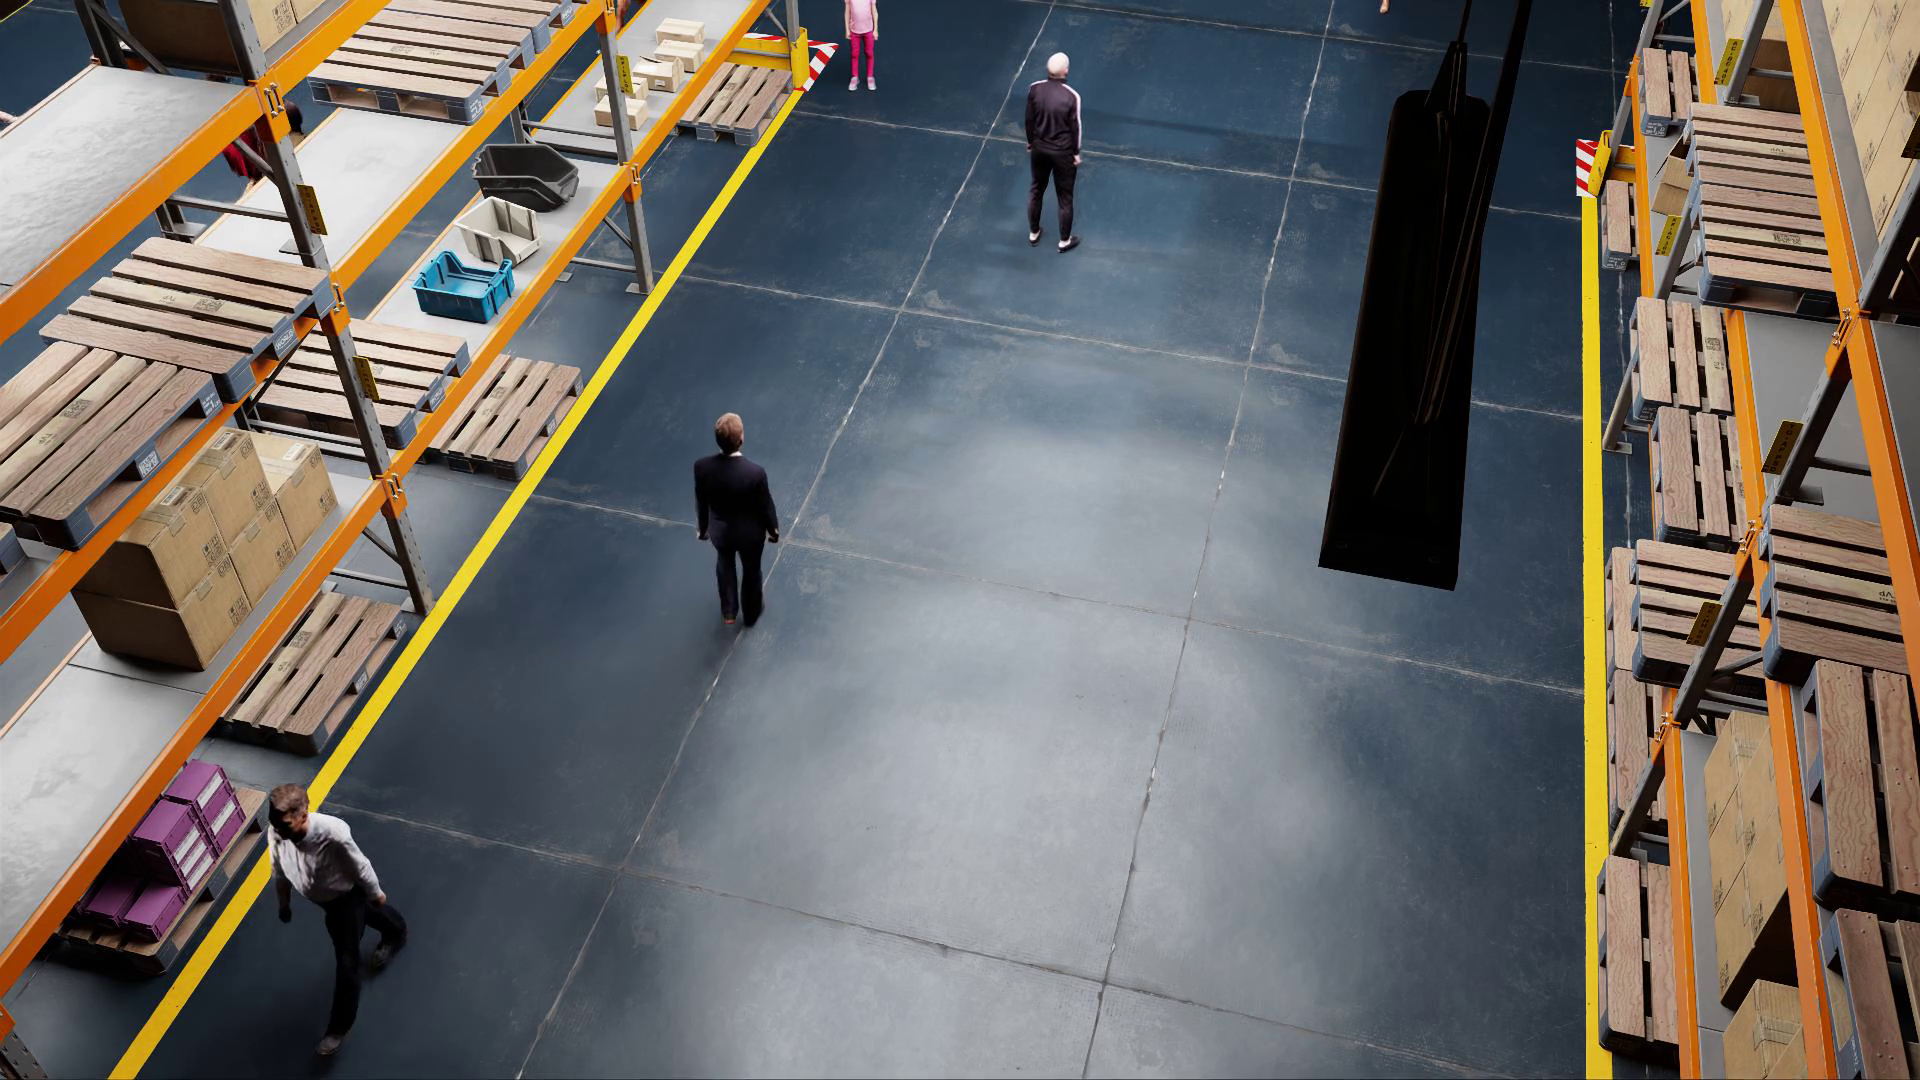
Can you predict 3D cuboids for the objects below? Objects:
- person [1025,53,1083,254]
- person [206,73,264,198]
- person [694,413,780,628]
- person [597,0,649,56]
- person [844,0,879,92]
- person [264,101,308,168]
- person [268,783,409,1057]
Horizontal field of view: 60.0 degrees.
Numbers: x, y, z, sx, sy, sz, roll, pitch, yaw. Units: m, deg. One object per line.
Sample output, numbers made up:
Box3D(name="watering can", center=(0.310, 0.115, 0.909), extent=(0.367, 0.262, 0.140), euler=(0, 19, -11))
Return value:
Box3D(name="person", center=(0.808, -3.360, 14.448), extent=(0.720, 1.836, 0.652), euler=(20, 47, 20))
Box3D(name="person", center=(-6.425, -3.467, 14.782), extent=(0.540, 1.529, 0.936), euler=(11, 45, 12))
Box3D(name="person", center=(-1.508, -0.051, 10.999), extent=(0.736, 1.802, 0.733), euler=(6, 44, 7))
Box3D(name="person", center=(-3.333, -5.819, 17.221), extent=(1.211, 1.571, 1.047), euler=(-29, 51, -27))
Box3D(name="person", center=(-0.992, -5.163, 16.750), extent=(0.538, 1.271, 0.556), euler=(0, 44, 0))
Box3D(name="person", center=(-5.453, -2.733, 13.822), extent=(0.815, 1.791, 1.058), euler=(14, 45, 15))
Box3D(name="person", center=(-3.351, 1.843, 9.036), extent=(0.697, 1.767, 1.158), euler=(12, 45, 13))
